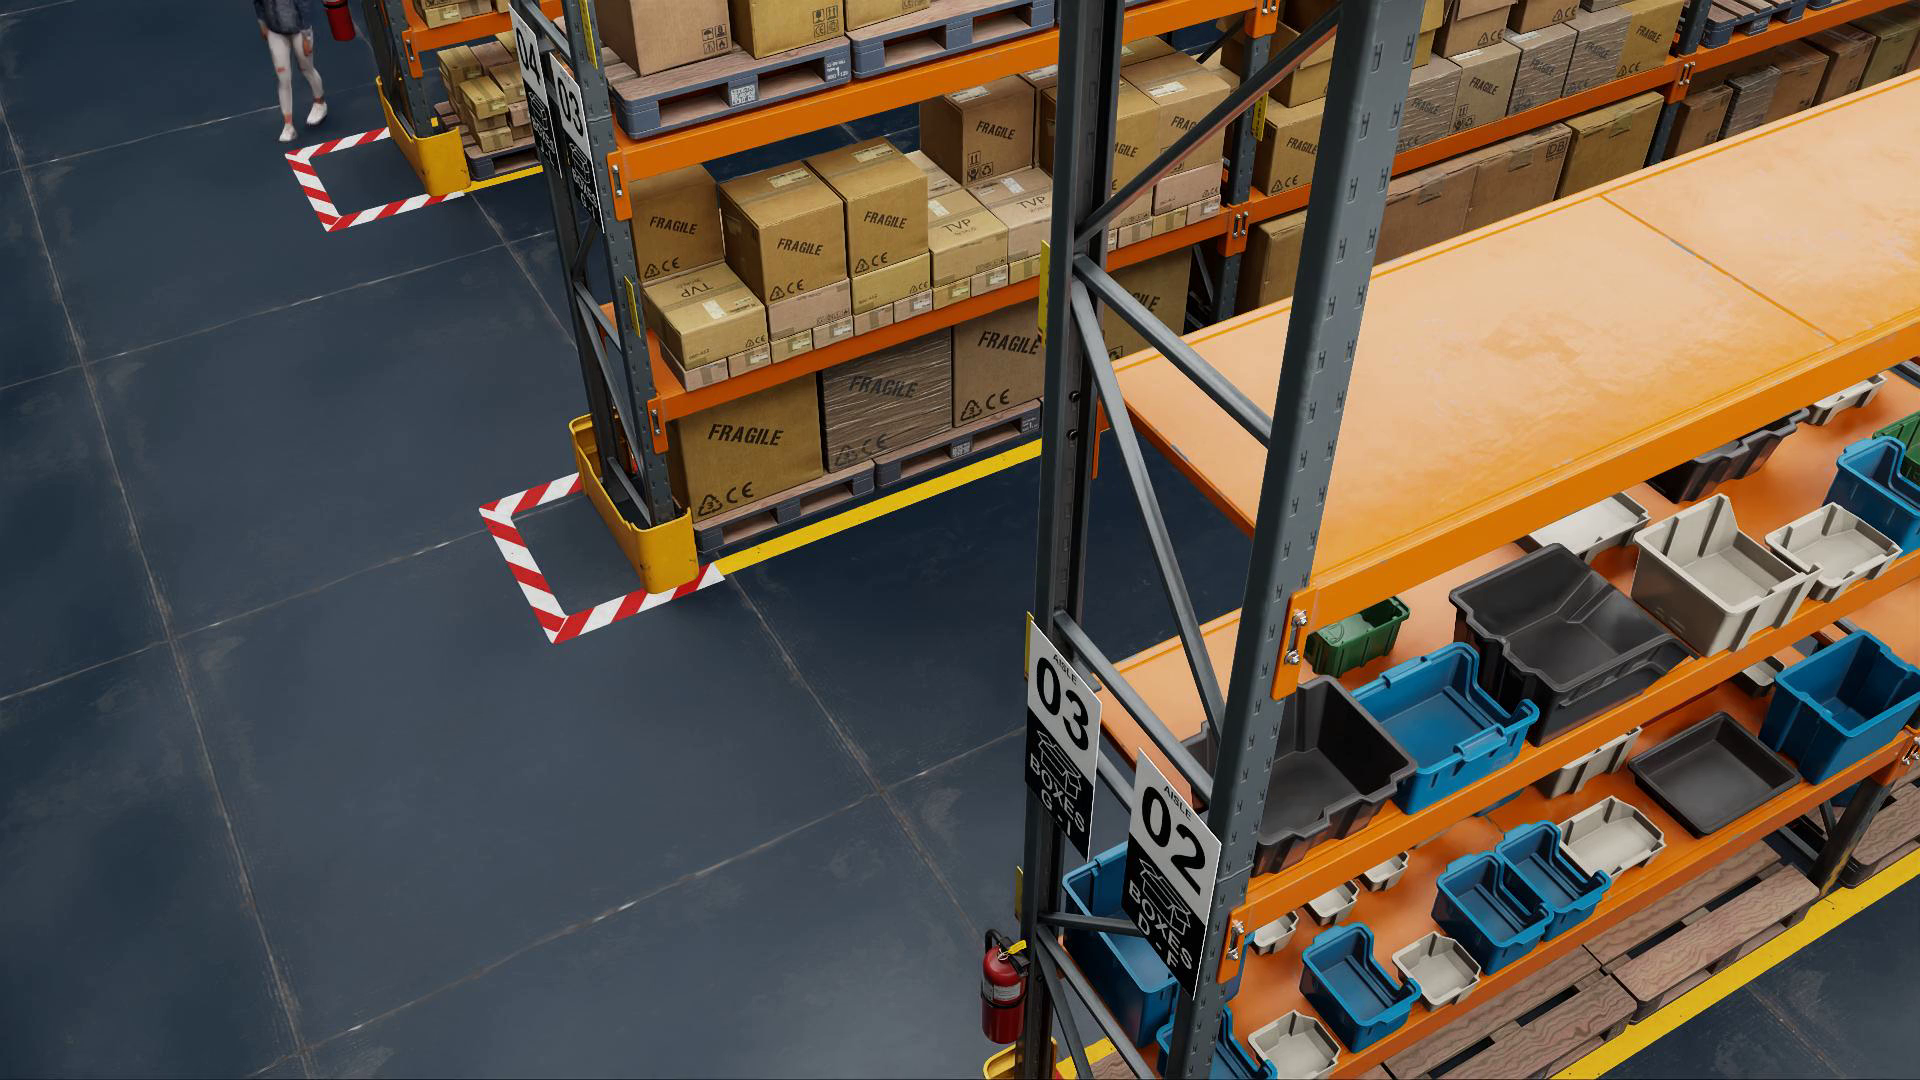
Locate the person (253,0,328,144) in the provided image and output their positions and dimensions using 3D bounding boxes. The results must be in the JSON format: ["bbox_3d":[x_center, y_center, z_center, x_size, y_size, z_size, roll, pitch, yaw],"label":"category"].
[{"bbox_3d":[-5.297,-4.066,13.252,1.025,1.656,1.033,6,43,6],"label":"person"}]
